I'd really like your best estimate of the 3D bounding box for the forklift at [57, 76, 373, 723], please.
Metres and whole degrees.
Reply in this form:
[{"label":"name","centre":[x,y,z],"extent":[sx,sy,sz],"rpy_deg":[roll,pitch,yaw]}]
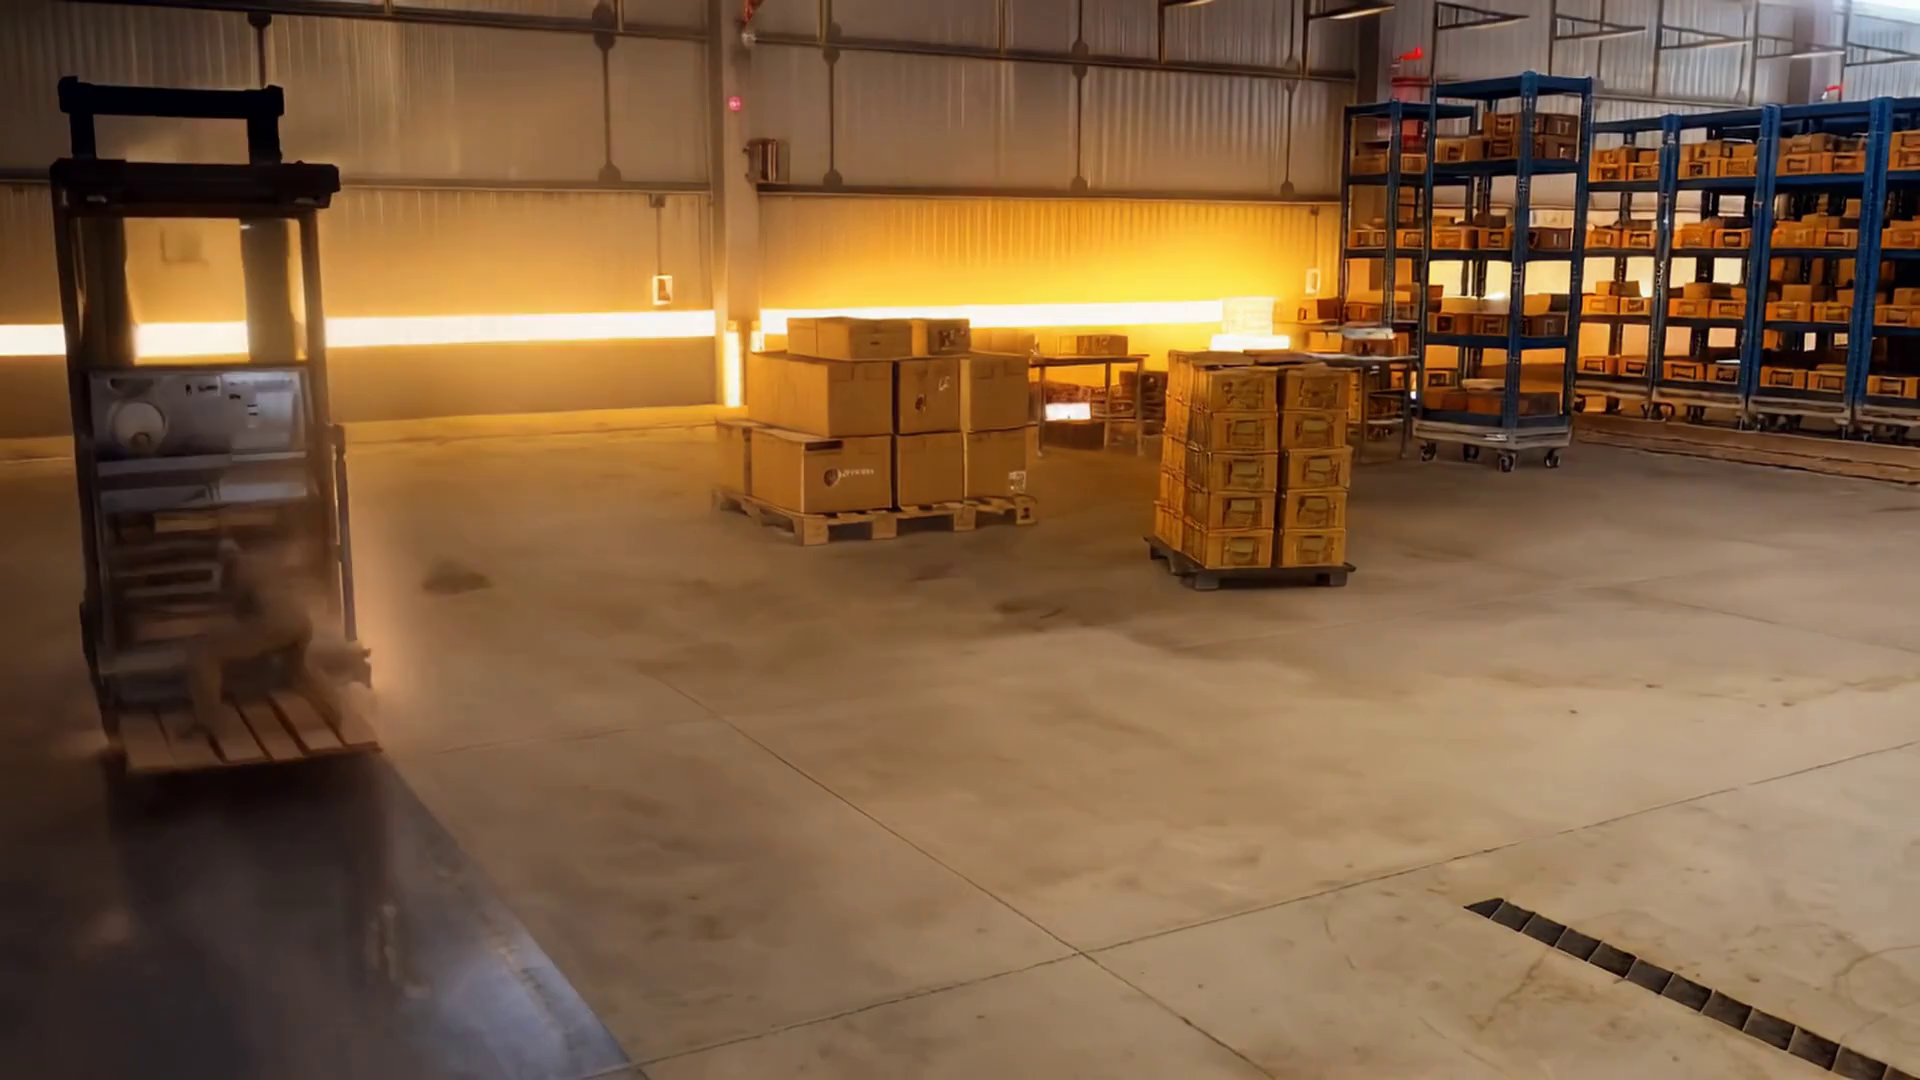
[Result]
[{"label":"forklift","centre":[-3.663,-0.757,7.960],"extent":[1.129,2.768,1.873],"rpy_deg":[-6,12,-30]}]
